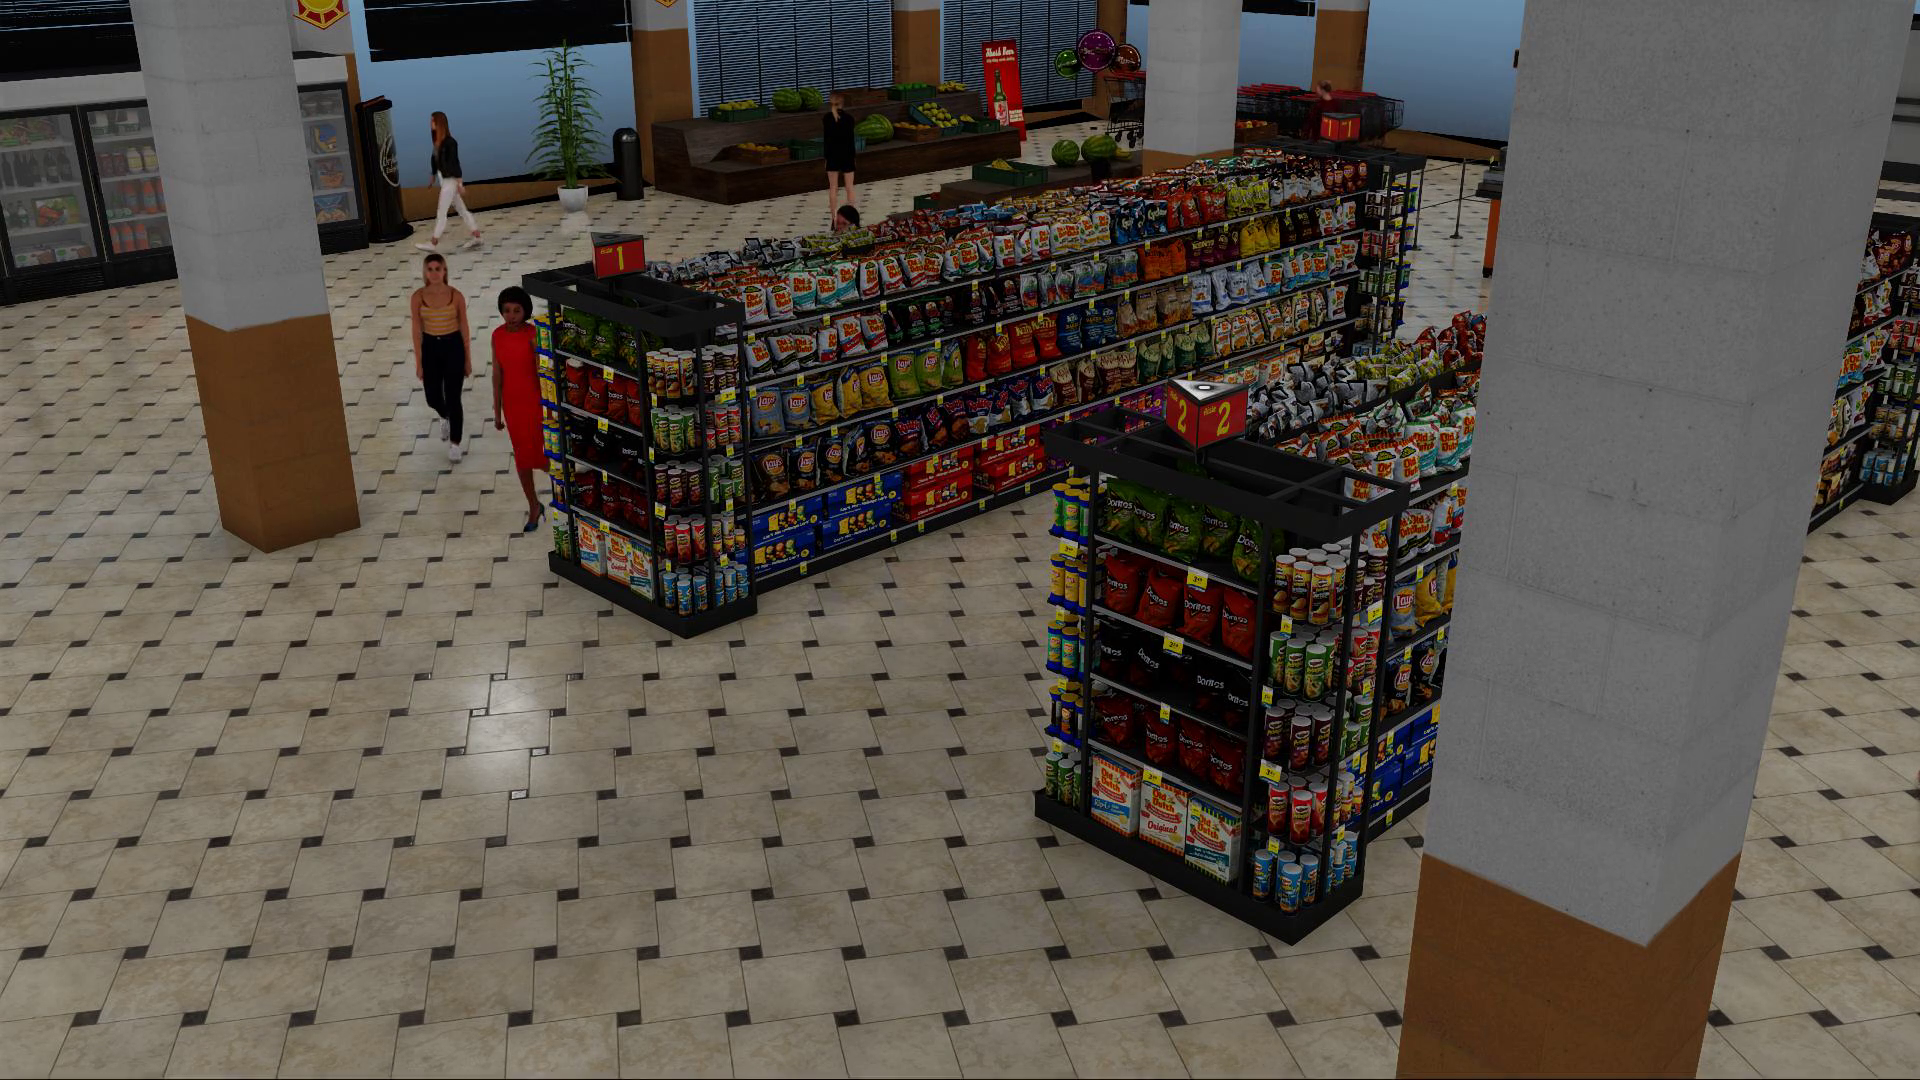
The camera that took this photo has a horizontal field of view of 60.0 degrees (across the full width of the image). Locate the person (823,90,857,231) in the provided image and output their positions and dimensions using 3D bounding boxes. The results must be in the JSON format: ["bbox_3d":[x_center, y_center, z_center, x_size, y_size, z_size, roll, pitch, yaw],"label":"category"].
[{"bbox_3d":[-1.542,-4.862,21.331,0.644,1.767,0.707,0,22,-1],"label":"person"}]

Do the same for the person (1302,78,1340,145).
[{"bbox_3d":[5.096,-5.520,23.120,1.083,1.654,0.794,-14,26,-31],"label":"person"}]

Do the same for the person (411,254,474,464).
[{"bbox_3d":[-4.047,-1.446,13.024,0.851,1.622,0.864,-5,22,-12],"label":"person"}]

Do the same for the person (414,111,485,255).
[{"bbox_3d":[-6.081,-4.298,20.062,1.145,1.666,0.723,-14,26,-31],"label":"person"}]

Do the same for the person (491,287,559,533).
[{"bbox_3d":[-2.965,-0.925,11.579,0.756,1.733,0.842,7,23,18],"label":"person"}]
